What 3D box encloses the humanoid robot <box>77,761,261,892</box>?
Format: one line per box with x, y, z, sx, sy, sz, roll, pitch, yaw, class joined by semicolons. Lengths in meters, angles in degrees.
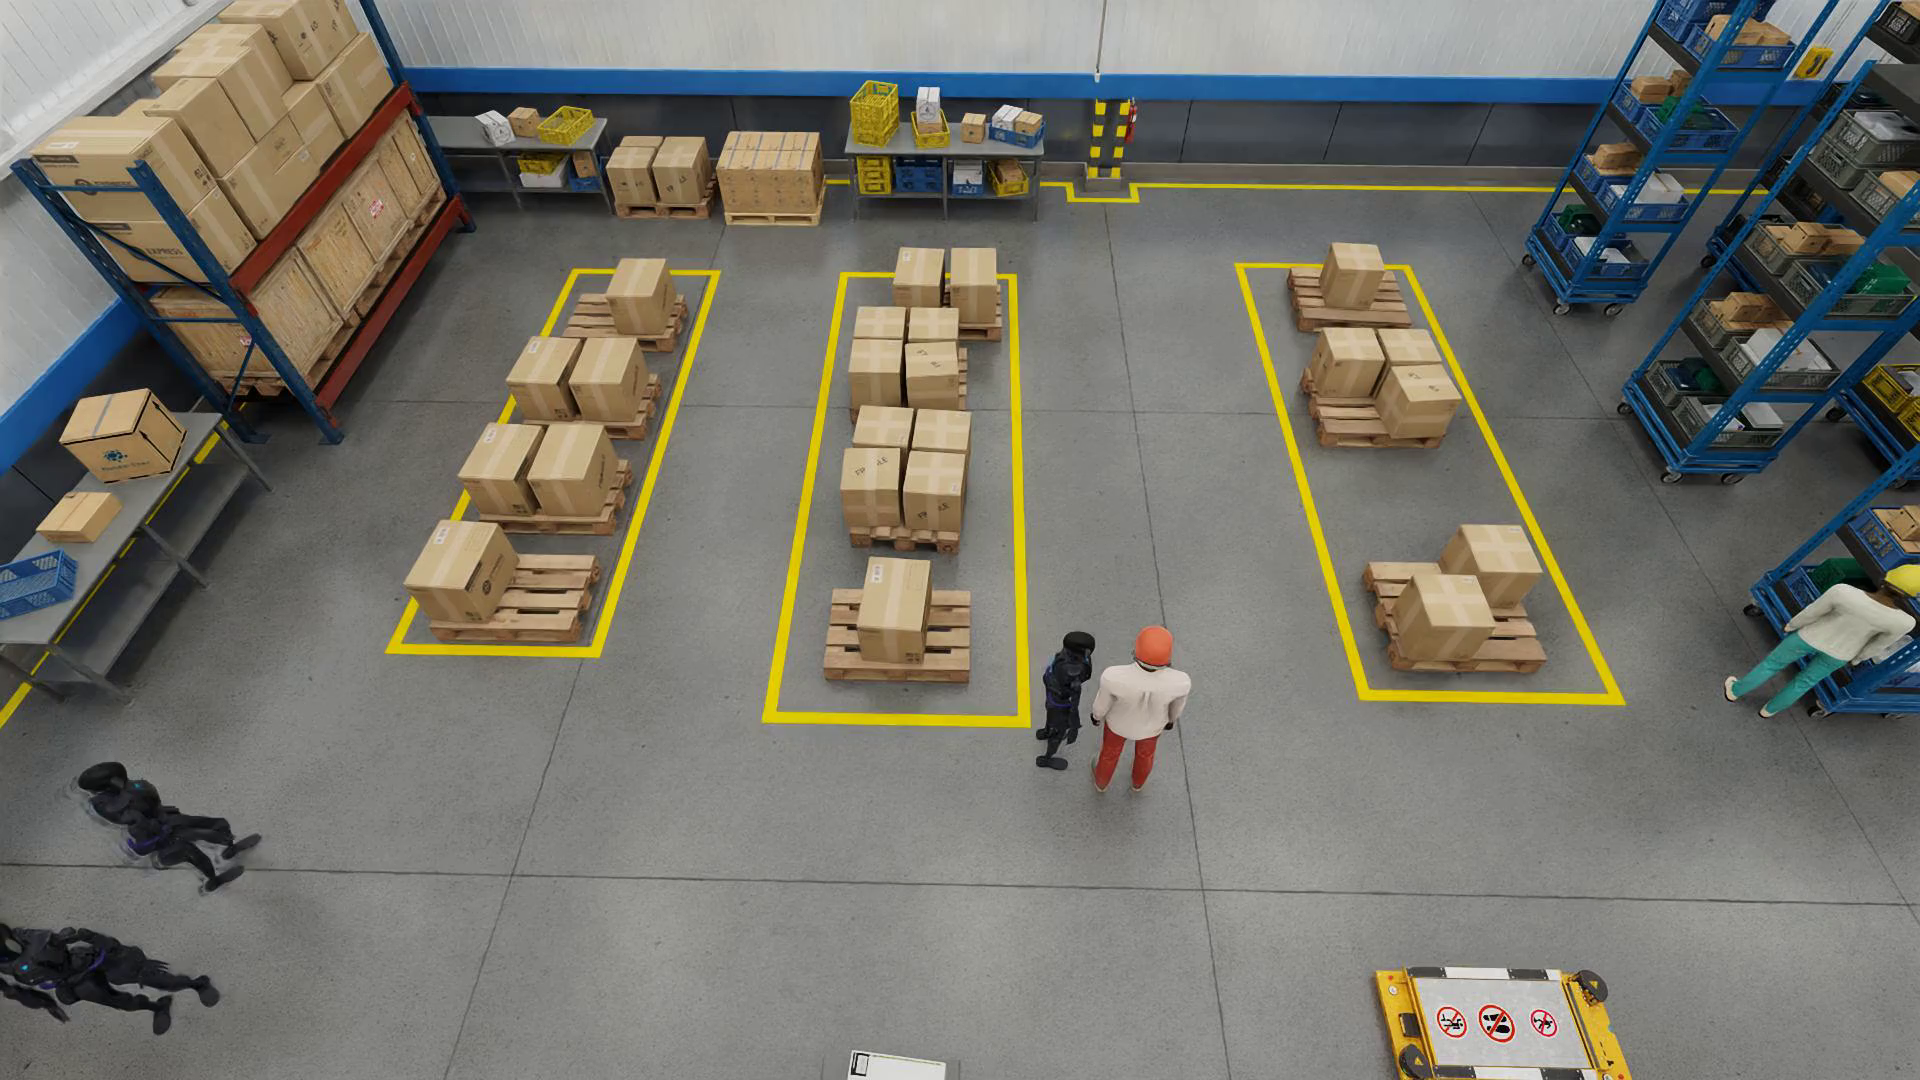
-5.199;1.890;6.050;0.589;1.629;0.544;-31;57;-23;humanoid robot

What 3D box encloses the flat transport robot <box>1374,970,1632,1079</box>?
3.501;3.133;5.914;1.431;0.197;0.652;1;51;1;flat transport robot

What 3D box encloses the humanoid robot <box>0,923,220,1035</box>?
-5.158;2.599;5.456;0.570;1.647;0.333;-24;55;-19;humanoid robot

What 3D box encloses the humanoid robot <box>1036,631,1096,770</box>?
0.769;1.139;6.648;0.351;1.651;0.564;-1;51;-1;humanoid robot

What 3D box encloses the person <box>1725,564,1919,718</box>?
6.509;0.763;6.897;0.526;1.768;0.312;35;59;25;person

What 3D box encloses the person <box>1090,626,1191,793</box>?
1.216;1.220;6.379;0.610;1.995;0.376;2;51;2;person
